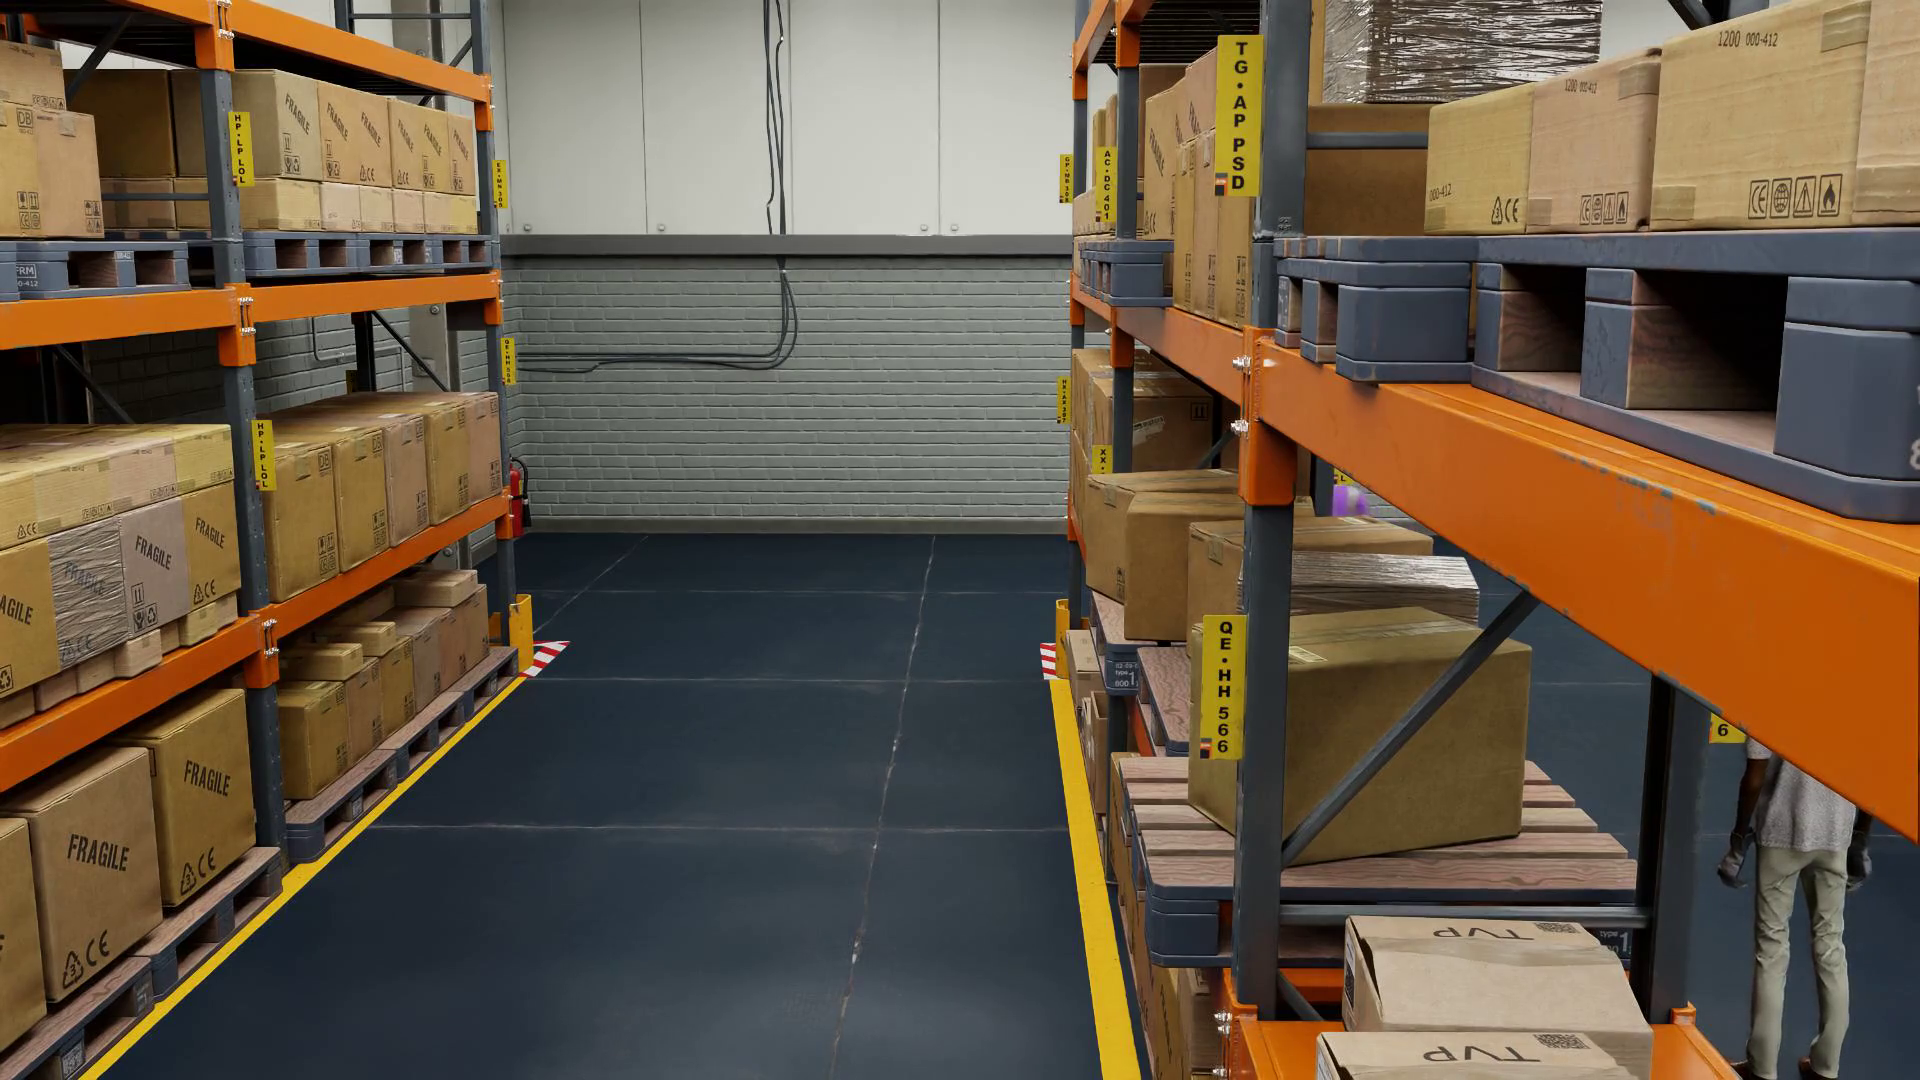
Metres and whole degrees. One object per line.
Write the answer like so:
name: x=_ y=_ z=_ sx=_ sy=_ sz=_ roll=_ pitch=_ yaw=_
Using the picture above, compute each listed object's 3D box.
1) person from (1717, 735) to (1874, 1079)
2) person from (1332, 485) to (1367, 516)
person: x=2.958 y=1.074 z=5.871 sx=0.517 sy=1.865 sz=0.328 roll=0 pitch=10 yaw=2
person: x=2.238 y=0.244 z=10.481 sx=0.549 sy=1.883 sz=0.985 roll=0 pitch=10 yaw=-1
